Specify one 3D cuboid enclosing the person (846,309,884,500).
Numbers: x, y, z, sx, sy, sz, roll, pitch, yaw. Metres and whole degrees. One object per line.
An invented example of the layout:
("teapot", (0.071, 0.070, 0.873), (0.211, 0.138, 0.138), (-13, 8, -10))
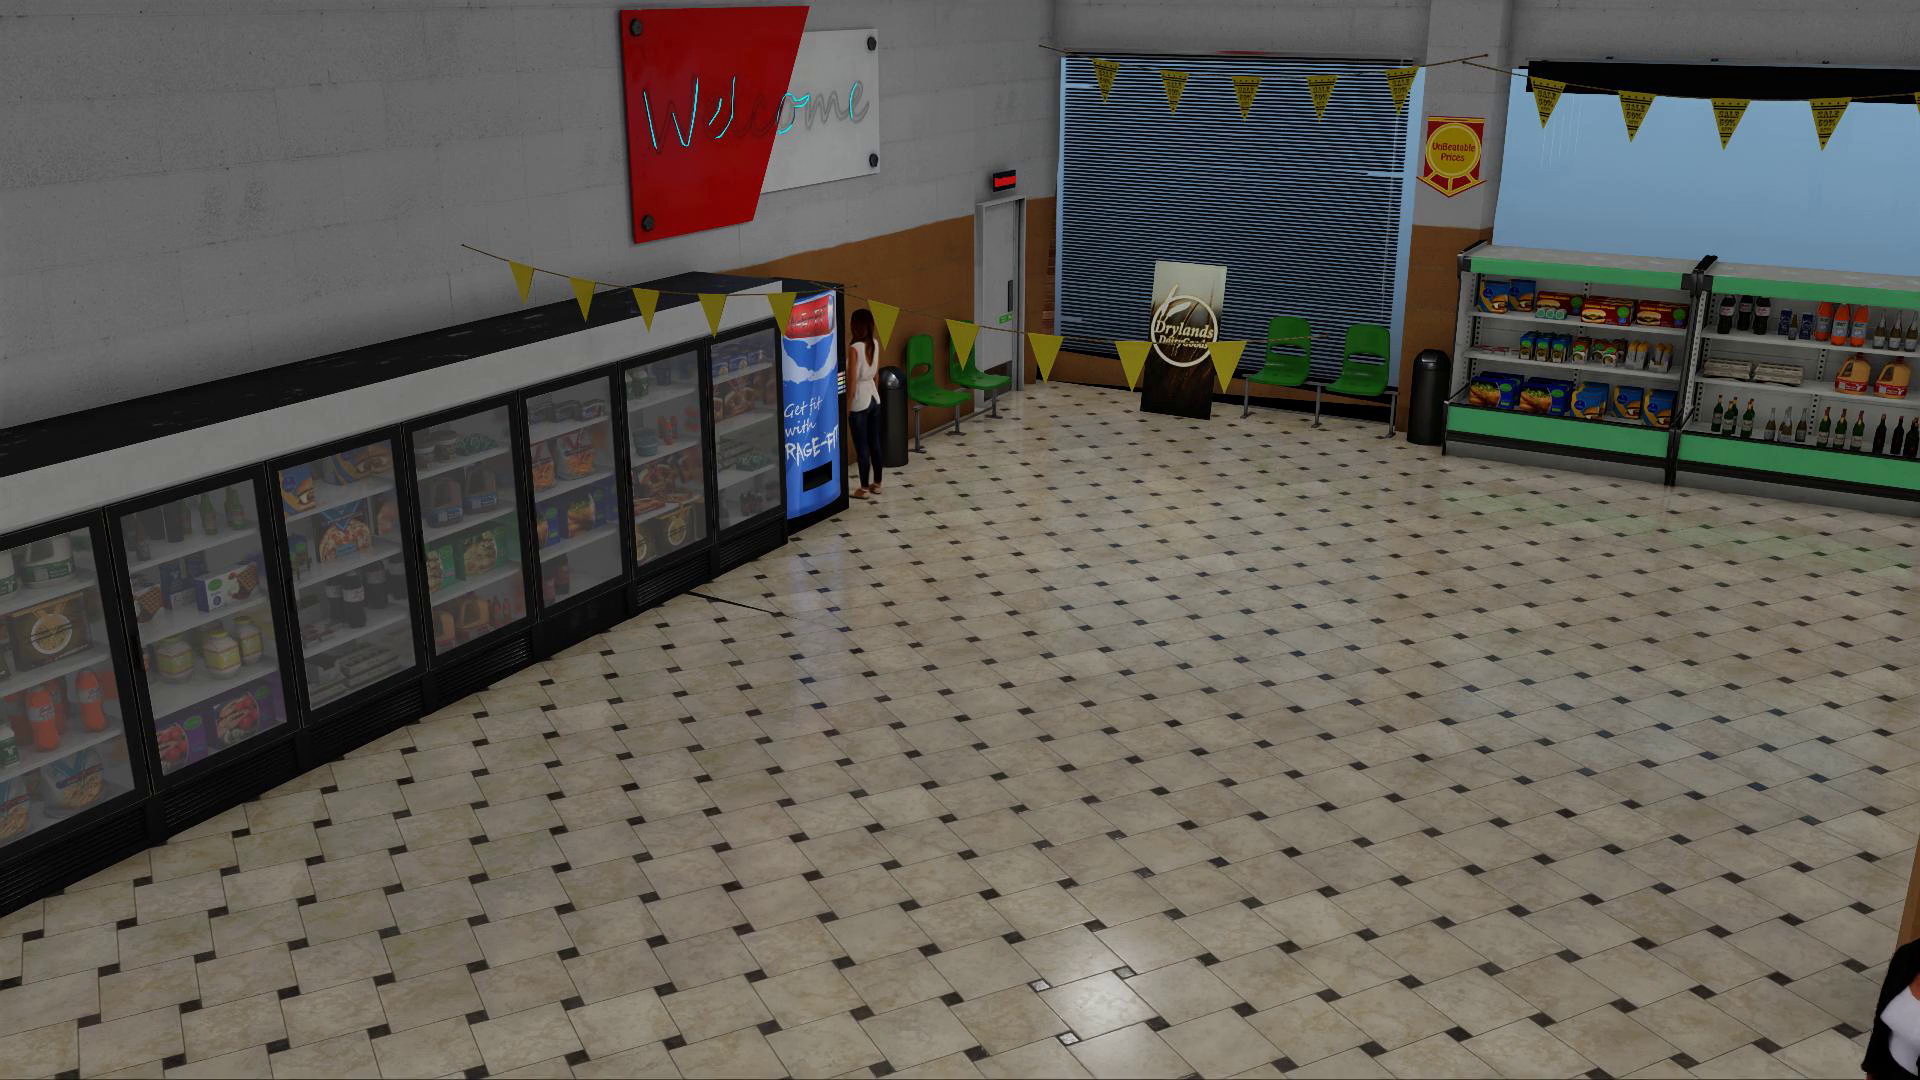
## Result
("person", (-0.885, -1.274, 15.563), (0.530, 1.784, 0.595), (12, 22, 32))
